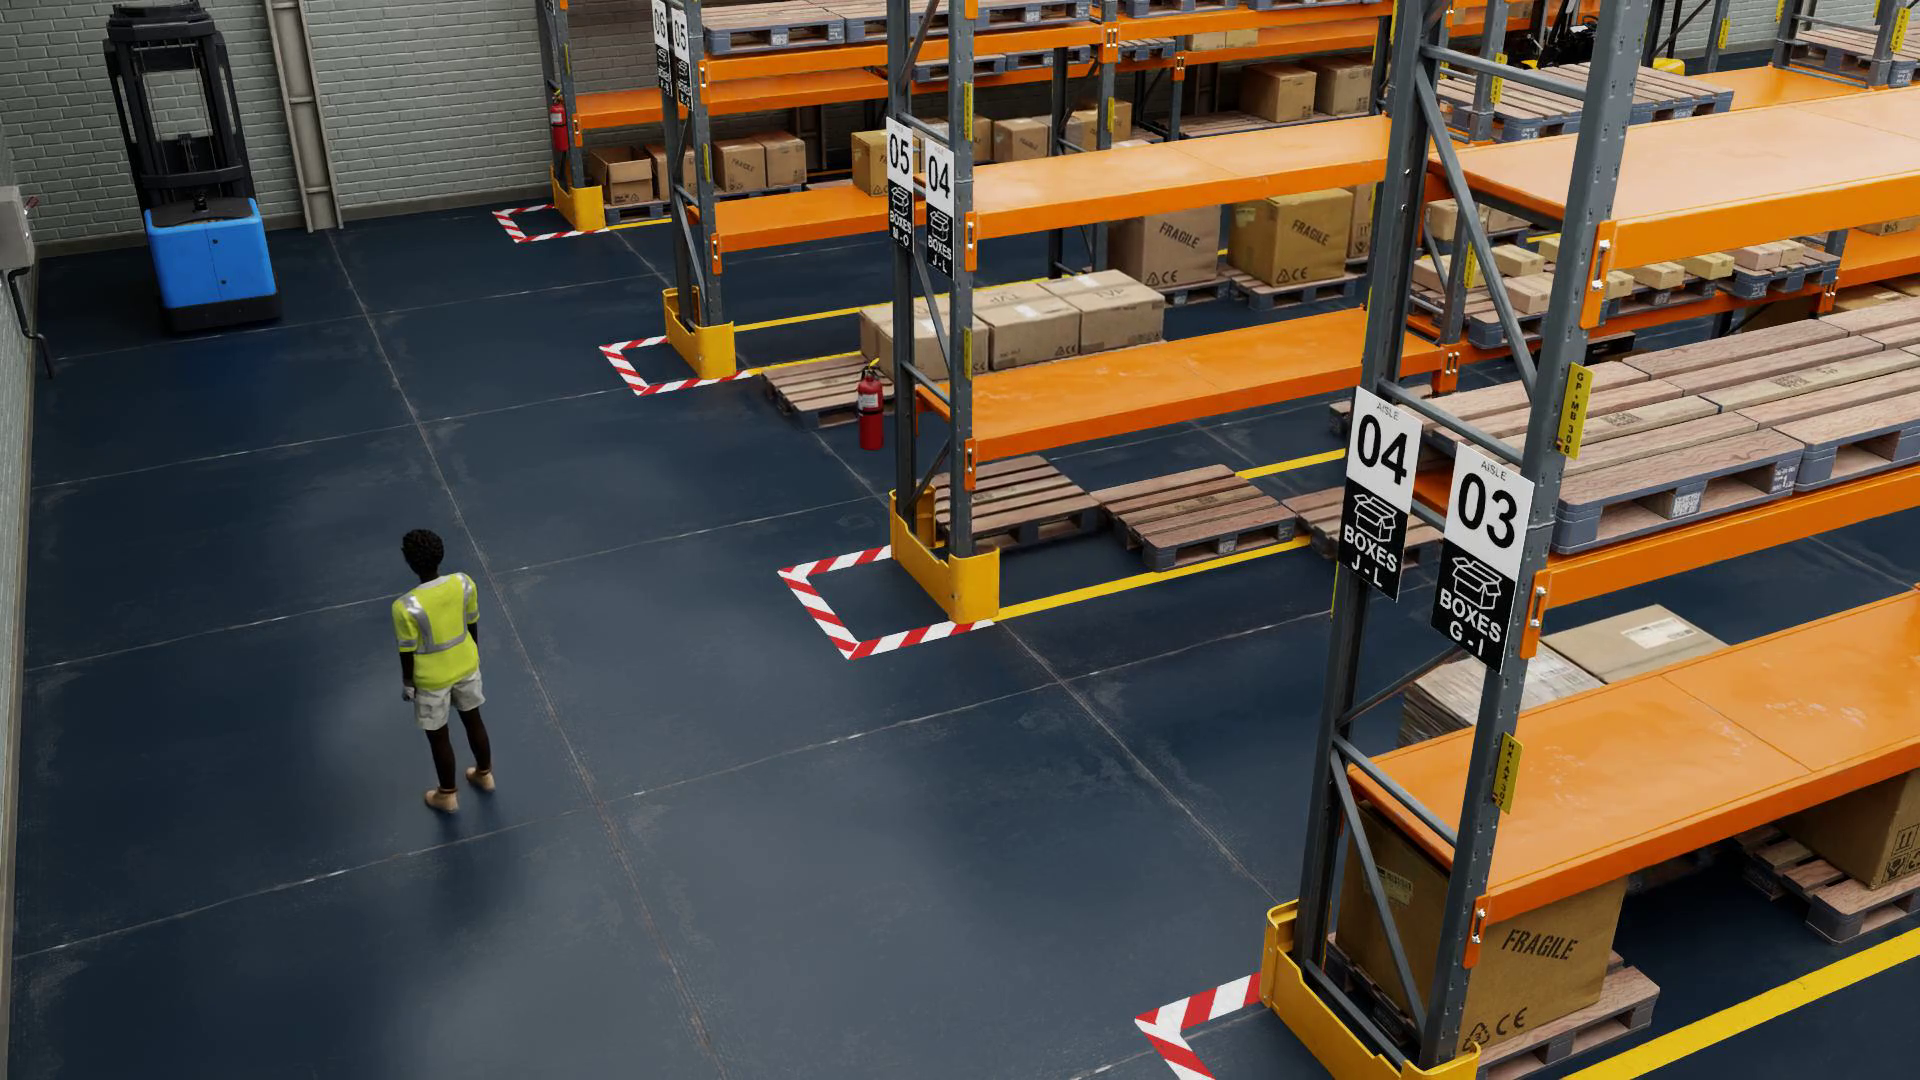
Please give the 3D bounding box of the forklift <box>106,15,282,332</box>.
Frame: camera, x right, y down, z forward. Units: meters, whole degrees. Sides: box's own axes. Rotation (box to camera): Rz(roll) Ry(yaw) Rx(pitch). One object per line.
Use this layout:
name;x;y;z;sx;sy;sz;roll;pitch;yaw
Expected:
forklift;-7.548;-3.672;16.323;1.129;2.768;1.873;-12;30;-22

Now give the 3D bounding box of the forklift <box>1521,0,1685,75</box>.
forklift;8.950;-6.807;23.056;1.214;2.155;2.313;-12;30;-22

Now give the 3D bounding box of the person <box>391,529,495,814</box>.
person;-2.847;0.719;9.186;0.321;1.688;0.537;18;33;31
